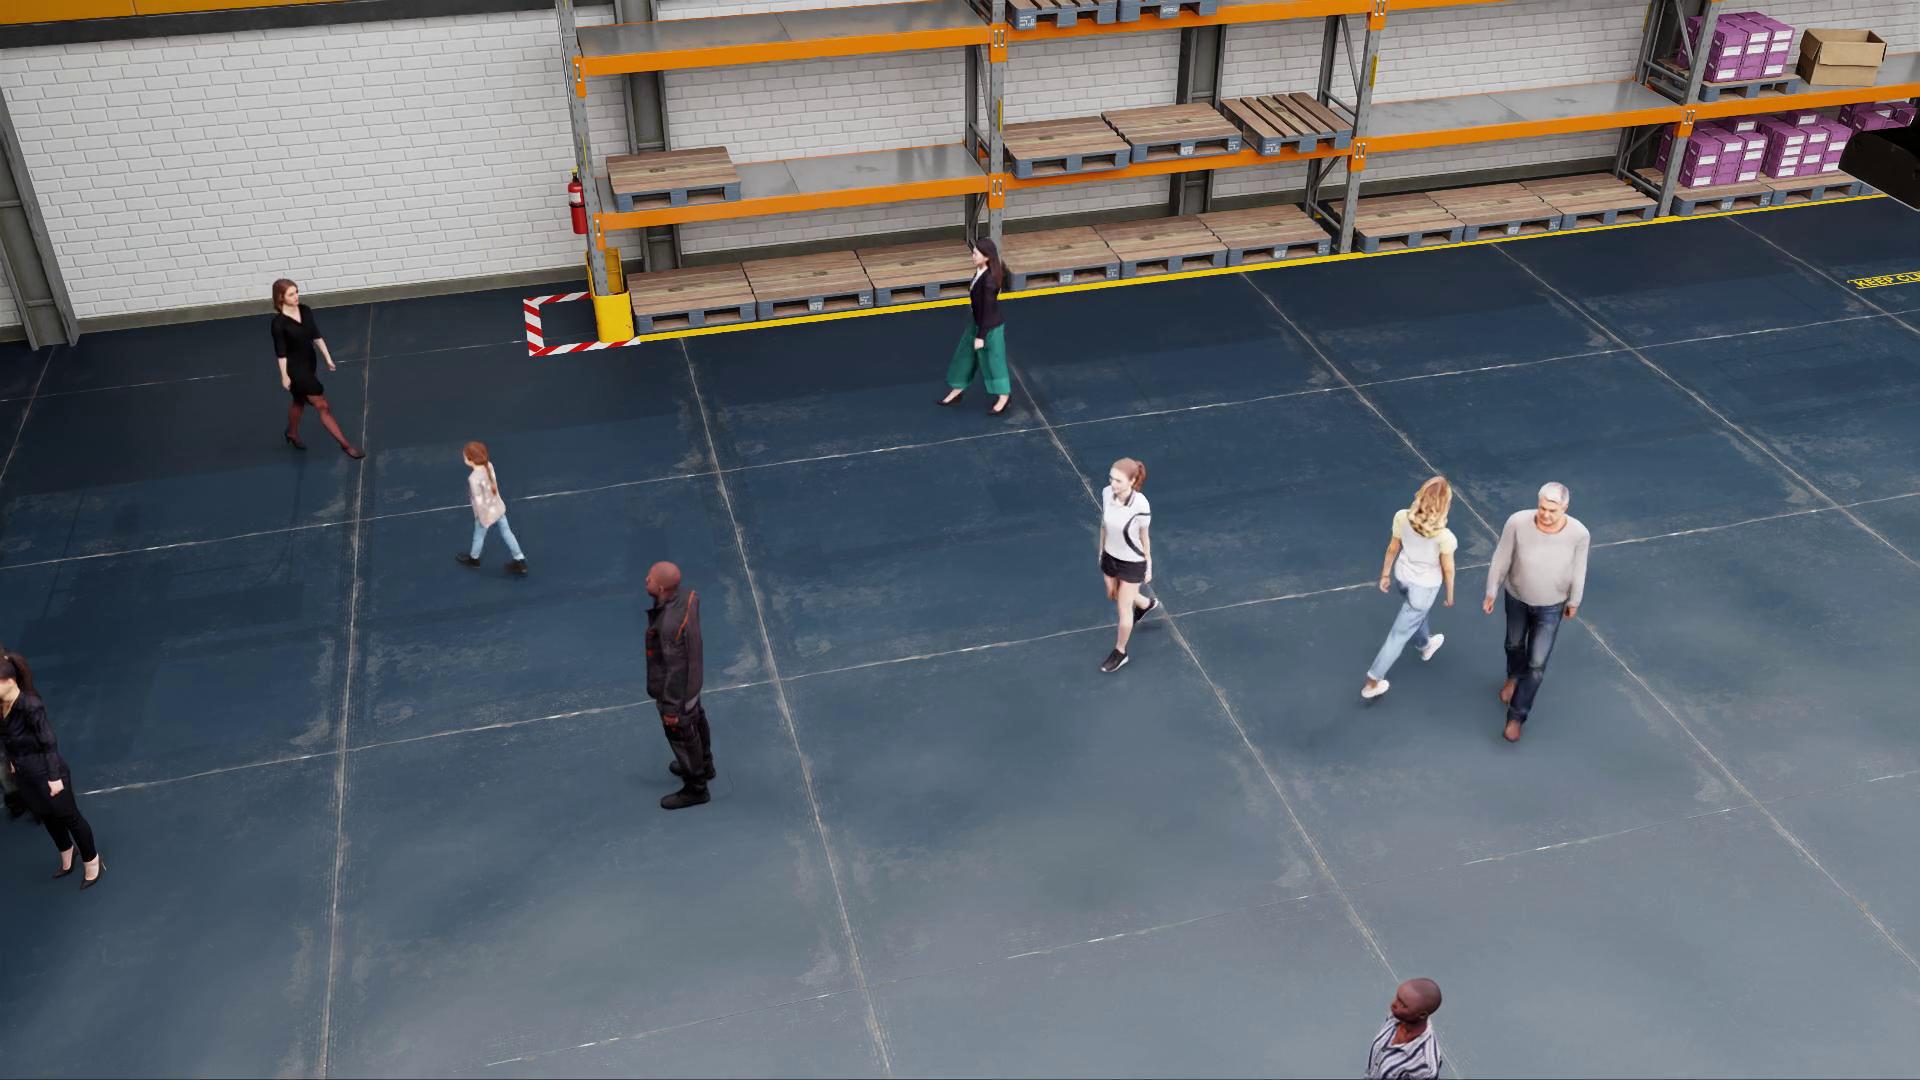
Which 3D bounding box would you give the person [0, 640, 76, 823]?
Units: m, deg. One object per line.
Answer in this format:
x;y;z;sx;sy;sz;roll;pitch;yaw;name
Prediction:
-6.026;1.013;10.372;0.712;1.803;0.826;11;35;16;person

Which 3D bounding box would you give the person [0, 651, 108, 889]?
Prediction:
-5.477;1.379;9.903;0.619;1.714;0.690;16;37;23;person

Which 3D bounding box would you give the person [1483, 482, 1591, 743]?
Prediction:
3.926;0.358;11.302;1.169;1.865;1.230;17;37;24;person

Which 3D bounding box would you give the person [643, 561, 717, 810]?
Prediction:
-1.766;0.896;10.529;0.701;1.825;0.766;1;34;1;person

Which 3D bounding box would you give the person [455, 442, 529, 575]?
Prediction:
-3.579;-0.224;12.809;0.876;1.166;0.759;12;35;17;person

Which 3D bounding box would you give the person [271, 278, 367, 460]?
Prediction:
-5.677;-1.444;14.204;1.142;1.654;0.969;10;35;15;person

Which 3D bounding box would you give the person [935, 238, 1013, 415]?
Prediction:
0.308;-1.873;14.794;0.916;1.714;0.659;-6;34;-9;person

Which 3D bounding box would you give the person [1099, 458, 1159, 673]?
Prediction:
1.226;0.120;11.790;1.036;1.720;0.886;-29;43;-36;person

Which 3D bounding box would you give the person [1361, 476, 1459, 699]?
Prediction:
3.092;0.376;11.455;1.270;1.666;1.018;-27;42;-34;person

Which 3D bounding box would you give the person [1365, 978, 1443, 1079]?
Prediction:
2.049;2.696;7.847;0.570;1.796;0.649;-4;34;-6;person
